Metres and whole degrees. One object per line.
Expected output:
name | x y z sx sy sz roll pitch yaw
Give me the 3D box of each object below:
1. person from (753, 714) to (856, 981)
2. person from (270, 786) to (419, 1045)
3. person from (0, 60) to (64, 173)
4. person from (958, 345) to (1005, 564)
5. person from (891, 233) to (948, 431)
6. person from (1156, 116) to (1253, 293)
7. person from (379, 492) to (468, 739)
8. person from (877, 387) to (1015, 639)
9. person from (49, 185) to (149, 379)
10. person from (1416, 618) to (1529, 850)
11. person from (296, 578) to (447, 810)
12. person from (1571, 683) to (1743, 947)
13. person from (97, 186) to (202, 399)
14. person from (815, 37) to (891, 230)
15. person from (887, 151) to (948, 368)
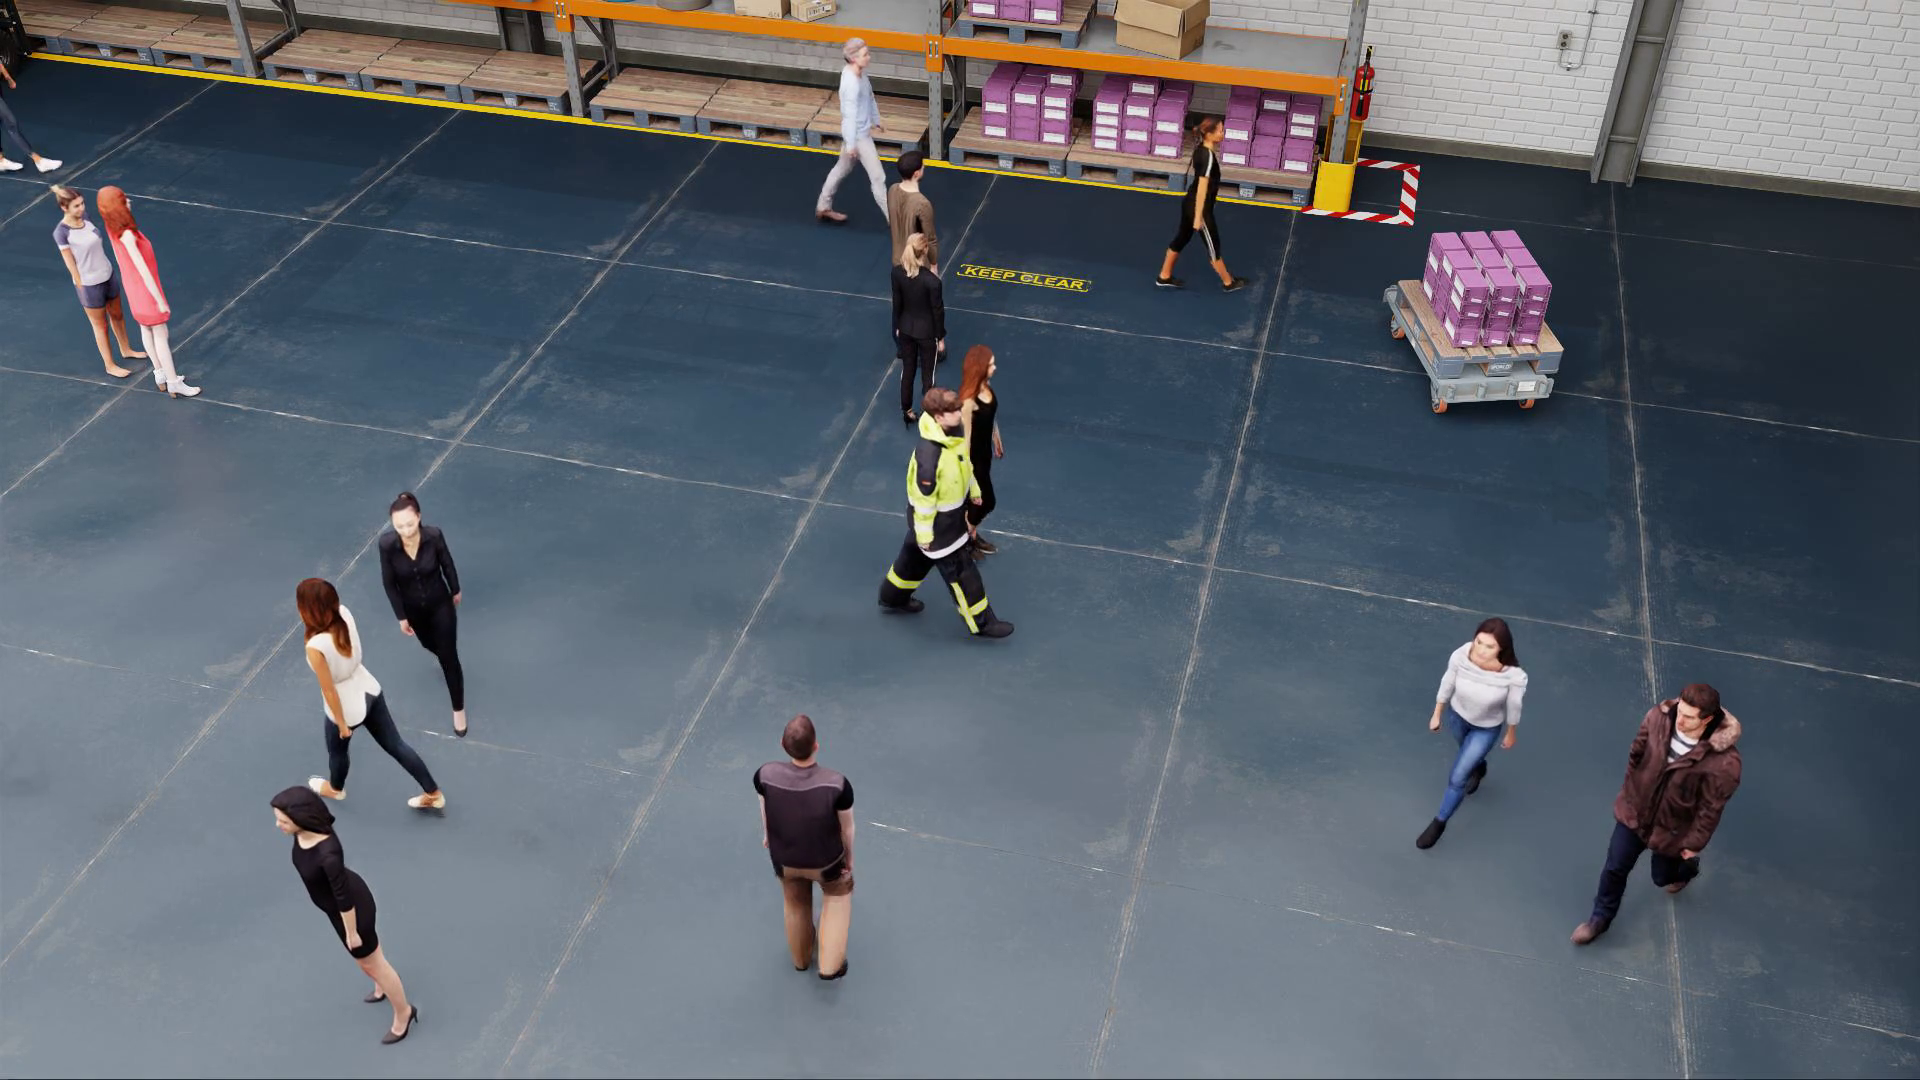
person | -0.814 1.678 8.637 0.686 1.823 0.782 5 39 6
person | -3.090 1.874 8.413 0.733 1.797 0.662 -23 44 -26
person | -9.629 -4.434 16.318 1.039 1.788 0.825 -3 39 -3
person | 0.041 -0.608 11.582 0.578 1.721 0.620 14 41 16
person | -0.322 -1.581 12.813 0.544 1.705 0.718 19 42 22
person | 2.007 -2.897 14.523 1.121 1.627 0.784 1 39 1
person | -3.350 0.381 10.383 1.039 1.672 0.958 -11 40 -13
person | -0.222 -0.197 10.891 1.220 1.940 0.815 8 39 10
person | -7.056 -2.123 13.548 0.528 1.633 0.591 7 39 8
person | 3.013 1.029 9.637 1.081 1.591 0.996 28 46 31
person | -3.408 0.955 9.612 1.097 1.736 0.607 10 40 12
person | 3.832 1.451 8.931 1.195 1.811 1.186 -24 45 -27
person | -6.478 -1.958 13.186 0.732 1.827 0.622 -30 48 -32
person | -1.037 -3.730 15.392 1.310 1.844 0.875 1 39 1
person | -0.383 -2.288 13.551 0.685 1.889 0.801 32 48 33
